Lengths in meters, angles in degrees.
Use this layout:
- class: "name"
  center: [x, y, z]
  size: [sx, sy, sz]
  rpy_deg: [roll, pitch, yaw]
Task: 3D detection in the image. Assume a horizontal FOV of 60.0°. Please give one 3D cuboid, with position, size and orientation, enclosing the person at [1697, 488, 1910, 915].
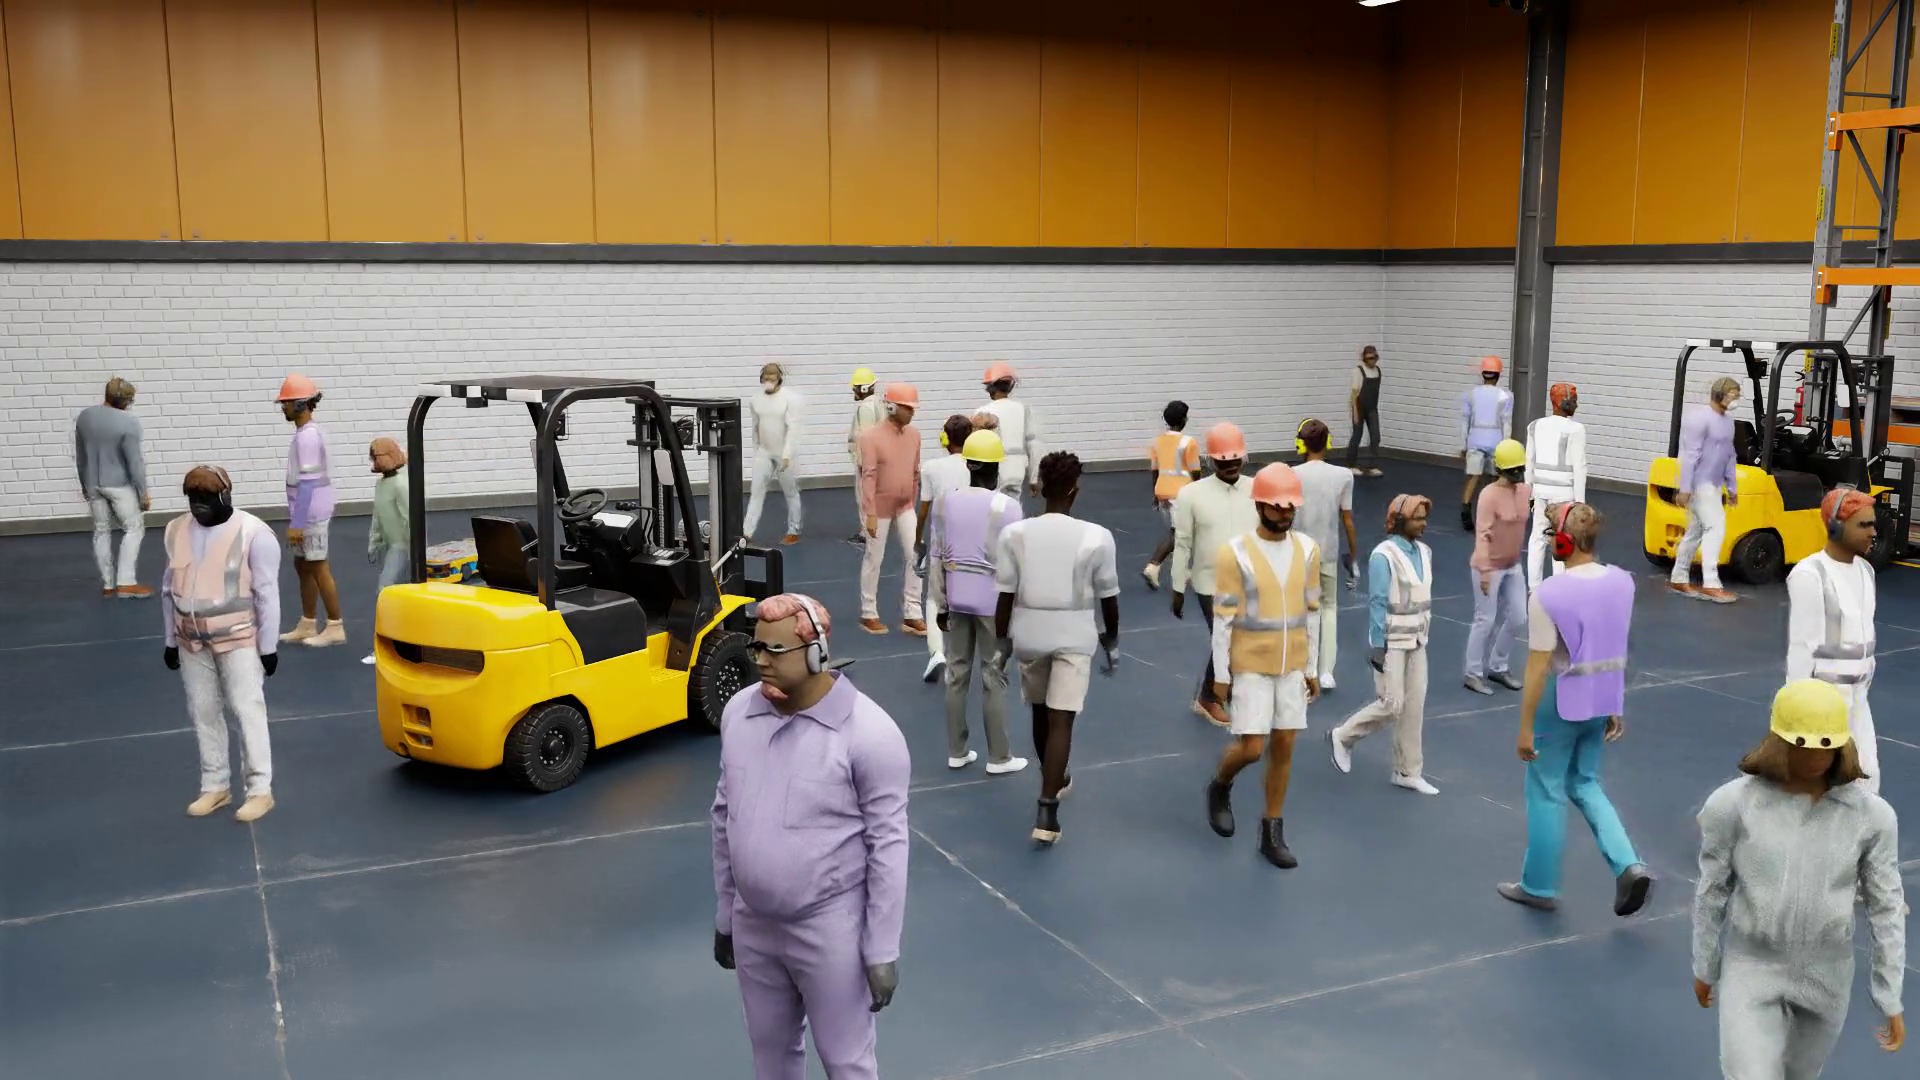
- class: "person"
  center: [3.844, 0.677, 7.502]
  size: [0.579, 1.855, 0.925]
  rpy_deg: [-5, 10, -29]

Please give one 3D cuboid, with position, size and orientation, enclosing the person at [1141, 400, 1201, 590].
- class: "person"
  center: [1.865, -0.402, 14.695]
  size: [0.786, 1.673, 0.529]
  rpy_deg: [-6, 11, -34]

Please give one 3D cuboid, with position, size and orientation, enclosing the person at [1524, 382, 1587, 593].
- class: "person"
  center: [4.958, -0.366, 13.841]
  size: [0.359, 1.884, 0.573]
  rpy_deg: [-5, 11, -30]

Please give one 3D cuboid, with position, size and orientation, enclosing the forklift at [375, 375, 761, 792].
- class: "forklift"
  center: [-2.268, 0.149, 9.685]
  size: [1.214, 2.155, 2.313]
  rpy_deg: [6, 11, 32]

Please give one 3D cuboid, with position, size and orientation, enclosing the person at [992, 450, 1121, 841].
- class: "person"
  center: [0.485, 0.503, 8.377]
  size: [0.620, 1.914, 1.025]
  rpy_deg: [3, 10, 17]

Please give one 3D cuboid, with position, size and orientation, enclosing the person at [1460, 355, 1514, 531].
- class: "person"
  center: [5.646, -1.033, 17.907]
  size: [0.548, 1.915, 0.831]
  rpy_deg: [6, 11, 31]

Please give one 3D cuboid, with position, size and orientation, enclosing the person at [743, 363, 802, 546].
- class: "person"
  center: [-1.918, -0.829, 16.744]
  size: [0.618, 1.879, 0.996]
  rpy_deg: [4, 10, 24]

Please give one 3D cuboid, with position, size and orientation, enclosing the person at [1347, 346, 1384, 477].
- class: "person"
  center: [5.530, -1.745, 22.642]
  size: [0.529, 1.796, 0.809]
  rpy_deg: [-3, 10, -21]

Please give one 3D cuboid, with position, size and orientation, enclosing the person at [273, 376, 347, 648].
- class: "person"
  center: [-4.877, -0.188, 12.358]
  size: [0.521, 2.030, 0.686]
  rpy_deg: [-4, 10, -22]

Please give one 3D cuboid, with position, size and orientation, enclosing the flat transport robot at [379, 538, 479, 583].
- class: "flat transport robot"
  center: [-4.668, 0.186, 15.404]
  size: [0.652, 0.197, 1.431]
  rpy_deg: [3, 10, 16]

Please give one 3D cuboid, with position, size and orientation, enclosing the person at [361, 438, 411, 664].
- class: "person"
  center: [-4.120, 0.078, 11.929]
  size: [0.677, 1.605, 0.523]
  rpy_deg: [-7, 11, -36]

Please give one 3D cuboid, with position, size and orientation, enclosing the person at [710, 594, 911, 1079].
- class: "person"
  center: [-0.454, 1.090, 4.750]
  size: [0.672, 1.903, 0.401]
  rpy_deg: [6, 11, 32]

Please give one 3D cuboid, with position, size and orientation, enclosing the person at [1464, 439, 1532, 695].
- class: "person"
  center: [3.528, 0.183, 10.909]
  size: [0.541, 1.726, 0.505]
  rpy_deg: [-6, 11, -32]

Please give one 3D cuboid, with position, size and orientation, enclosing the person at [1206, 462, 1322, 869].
- class: "person"
  center: [1.446, 0.574, 7.915]
  size: [0.543, 1.923, 0.526]
  rpy_deg: [-3, 10, -19]

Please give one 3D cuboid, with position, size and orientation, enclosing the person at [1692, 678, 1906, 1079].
- class: "person"
  center: [2.288, 1.219, 4.546]
  size: [0.505, 1.698, 0.876]
  rpy_deg: [2, 9, 13]

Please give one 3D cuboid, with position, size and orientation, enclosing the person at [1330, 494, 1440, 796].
- class: "person"
  center: [2.328, 0.548, 8.949]
  size: [0.526, 1.624, 0.531]
  rpy_deg: [-8, 12, -41]

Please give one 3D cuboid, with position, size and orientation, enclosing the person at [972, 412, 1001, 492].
- class: "person"
  center: [0.219, -0.277, 14.112]
  size: [0.489, 1.617, 0.516]
  rpy_deg: [-3, 10, -20]

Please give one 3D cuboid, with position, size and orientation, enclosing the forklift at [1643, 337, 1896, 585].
- class: "forklift"
  center: [7.551, -0.789, 15.507]
  size: [2.313, 2.155, 1.214]
  rpy_deg: [-4, 10, -25]

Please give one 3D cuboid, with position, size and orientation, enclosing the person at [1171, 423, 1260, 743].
- class: "person"
  center: [1.618, 0.255, 9.880]
  size: [0.717, 1.929, 1.051]
  rpy_deg: [-2, 9, -11]

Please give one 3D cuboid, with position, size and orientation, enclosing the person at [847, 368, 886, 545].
- class: "person"
  center: [-0.962, -0.863, 17.133]
  size: [0.403, 1.822, 0.604]
  rpy_deg: [2, 9, 11]

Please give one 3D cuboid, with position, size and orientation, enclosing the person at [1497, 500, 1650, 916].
- class: "person"
  center: [2.641, 0.742, 7.113]
  size: [0.590, 1.828, 0.621]
  rpy_deg: [-5, 10, -27]

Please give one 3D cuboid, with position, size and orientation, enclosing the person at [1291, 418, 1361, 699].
- class: "person"
  center: [2.348, 0.115, 10.989]
  size: [0.575, 1.840, 0.583]
  rpy_deg: [2, 9, 10]

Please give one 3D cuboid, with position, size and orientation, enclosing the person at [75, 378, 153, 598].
- class: "person"
  center: [-7.252, -0.423, 14.180]
  size: [0.681, 1.901, 0.427]
  rpy_deg: [2, 9, 13]

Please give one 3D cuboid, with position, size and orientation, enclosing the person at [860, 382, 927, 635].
- class: "person"
  center: [-0.488, -0.220, 12.685]
  size: [0.649, 1.953, 0.795]
  rpy_deg: [-7, 12, -38]

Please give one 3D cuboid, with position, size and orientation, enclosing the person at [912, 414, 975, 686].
- class: "person"
  center: [-0.051, 0.076, 11.215]
  size: [0.549, 1.842, 0.445]
  rpy_deg: [-1, 9, -3]

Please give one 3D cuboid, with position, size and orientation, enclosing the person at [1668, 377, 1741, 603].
- class: "person"
  center: [6.448, -0.424, 14.127]
  size: [0.644, 1.904, 0.812]
  rpy_deg: [-8, 12, -41]

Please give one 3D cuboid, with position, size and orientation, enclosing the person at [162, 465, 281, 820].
- class: "person"
  center: [-3.769, 0.521, 8.519]
  size: [0.641, 1.827, 0.432]
  rpy_deg: [2, 9, 11]

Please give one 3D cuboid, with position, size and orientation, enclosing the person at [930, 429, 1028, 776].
- class: "person"
  center: [0.112, 0.347, 9.281]
  size: [0.589, 1.928, 0.384]
  rpy_deg: [6, 11, 33]

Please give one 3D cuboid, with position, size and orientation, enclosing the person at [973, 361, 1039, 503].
- class: "person"
  center: [0.378, -0.546, 14.522]
  size: [0.631, 2.020, 0.506]
  rpy_deg: [-6, 11, -35]
